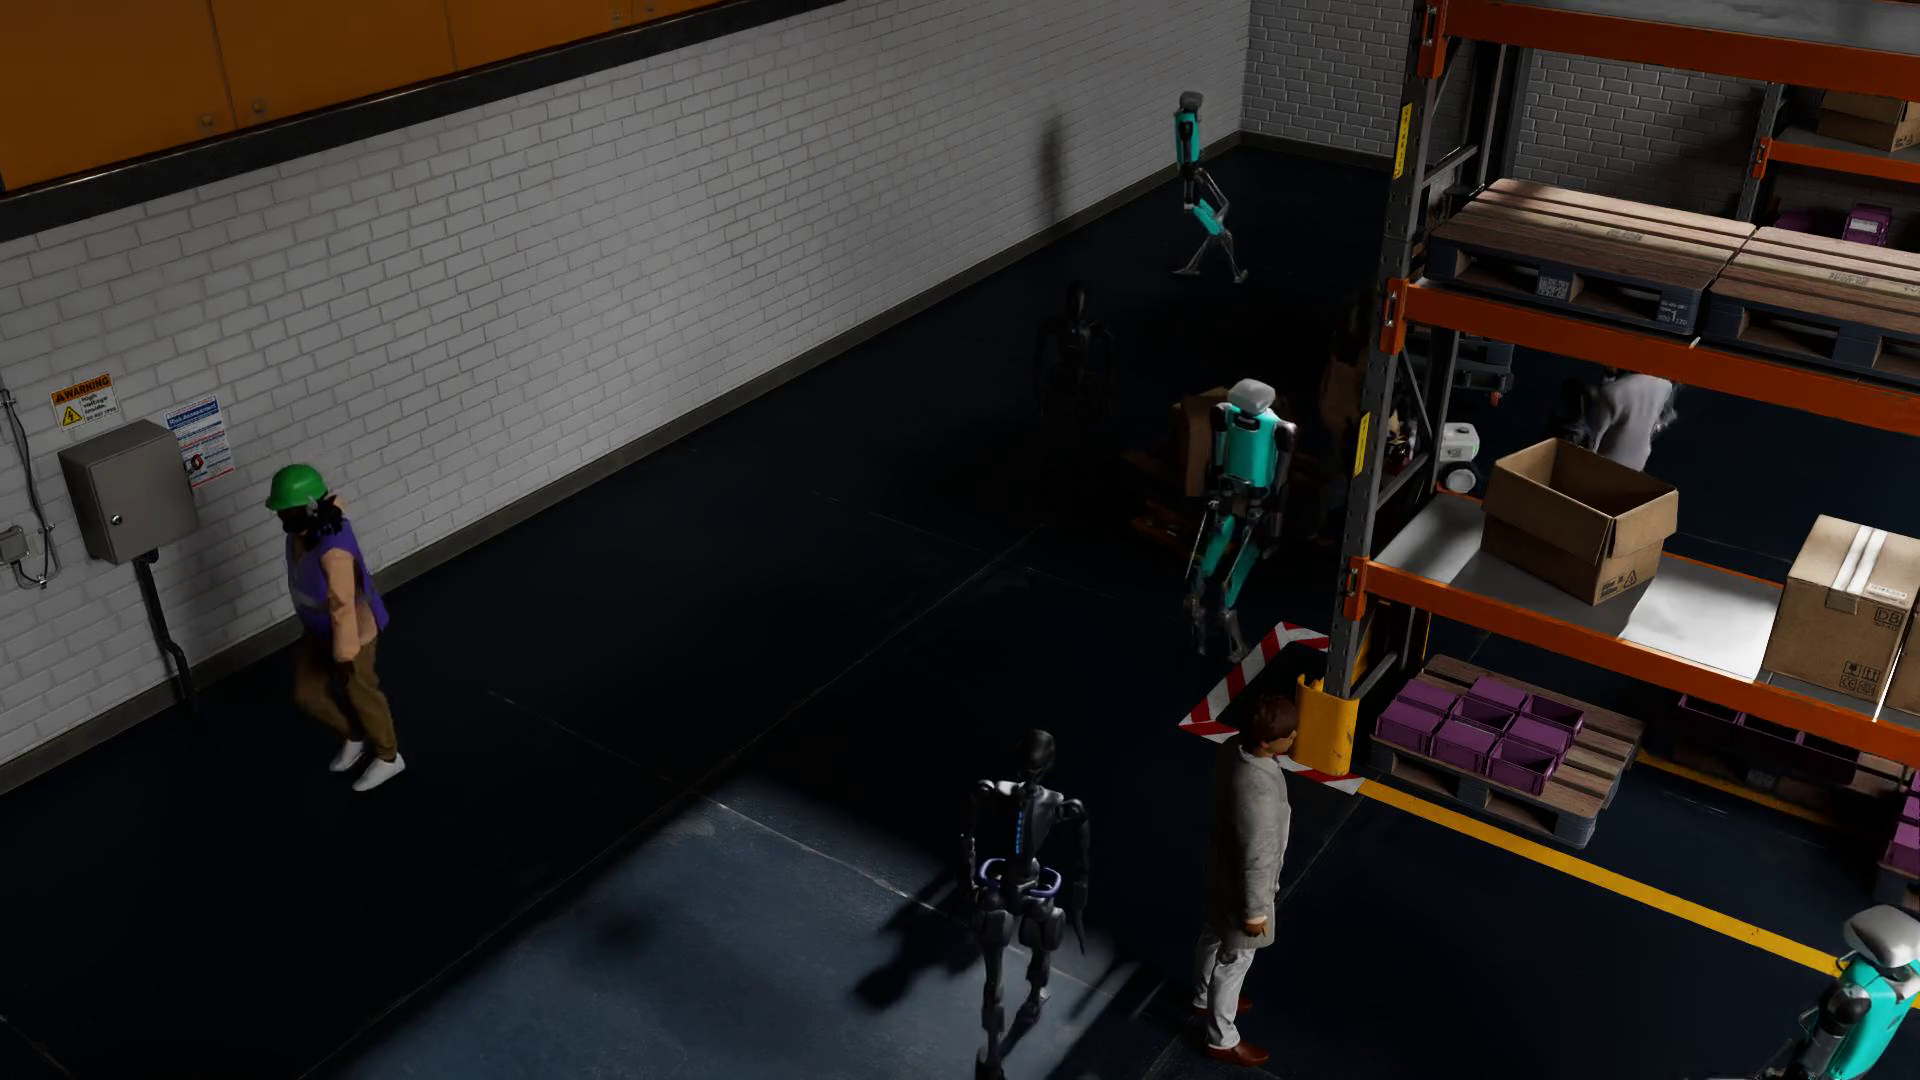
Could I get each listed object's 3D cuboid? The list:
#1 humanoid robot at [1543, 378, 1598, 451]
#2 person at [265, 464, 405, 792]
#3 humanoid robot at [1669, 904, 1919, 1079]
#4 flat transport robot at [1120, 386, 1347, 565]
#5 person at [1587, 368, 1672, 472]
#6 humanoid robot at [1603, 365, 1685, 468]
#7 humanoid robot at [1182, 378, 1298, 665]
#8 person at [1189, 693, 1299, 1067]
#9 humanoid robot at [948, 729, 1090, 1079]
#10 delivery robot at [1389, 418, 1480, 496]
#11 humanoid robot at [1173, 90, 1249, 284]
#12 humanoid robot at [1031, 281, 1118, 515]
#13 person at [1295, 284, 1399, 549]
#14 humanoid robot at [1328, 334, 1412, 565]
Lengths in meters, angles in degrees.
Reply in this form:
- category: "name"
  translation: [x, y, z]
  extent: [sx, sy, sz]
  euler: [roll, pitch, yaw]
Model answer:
- category: "humanoid robot"
  translation: [3.643, -0.220, 10.021]
  extent: [0.394, 1.650, 0.590]
  euler: [15, 33, 25]
- category: "person"
  translation: [-3.226, 0.469, 8.584]
  extent: [0.549, 1.915, 0.490]
  euler: [23, 37, 34]
- category: "humanoid robot"
  translation: [2.993, 2.003, 6.188]
  extent: [0.539, 1.871, 0.737]
  euler: [-18, 34, -28]
- category: "flat transport robot"
  translation: [1.904, -0.247, 11.469]
  extent: [1.431, 0.231, 0.659]
  euler: [-23, 37, -34]
- category: "person"
  translation: [4.122, -0.578, 10.584]
  extent: [0.619, 1.722, 0.555]
  euler: [-5, 30, -9]
- category: "humanoid robot"
  translation: [4.822, -1.223, 11.666]
  extent: [0.774, 1.753, 0.543]
  euler: [21, 36, 32]
- category: "humanoid robot"
  translation: [1.540, -0.019, 9.604]
  extent: [0.530, 1.811, 0.621]
  euler: [22, 36, 33]
- category: "person"
  translation: [1.206, 1.417, 7.019]
  extent: [0.361, 1.829, 0.515]
  euler: [-2, 30, -3]
- category: "humanoid robot"
  translation: [0.246, 1.515, 7.024]
  extent: [0.609, 1.634, 0.633]
  euler: [8, 31, 13]
- category: "delivery robot"
  translation: [3.307, -0.645, 11.865]
  extent: [0.771, 0.587, 0.499]
  euler: [2, 30, 3]
- category: "humanoid robot"
  translation: [2.332, -3.141, 15.077]
  extent: [0.886, 1.832, 0.558]
  euler: [3, 30, 5]
- category: "humanoid robot"
  translation: [0.776, -0.943, 11.261]
  extent: [0.602, 1.656, 0.405]
  euler: [5, 30, 9]
- category: "person"
  translation: [2.666, -0.797, 10.854]
  extent: [0.921, 1.831, 0.569]
  euler: [-7, 31, -11]
- category: "humanoid robot"
  translation: [2.635, -0.588, 10.650]
  extent: [0.404, 1.655, 0.599]
  euler: [-14, 33, -23]
